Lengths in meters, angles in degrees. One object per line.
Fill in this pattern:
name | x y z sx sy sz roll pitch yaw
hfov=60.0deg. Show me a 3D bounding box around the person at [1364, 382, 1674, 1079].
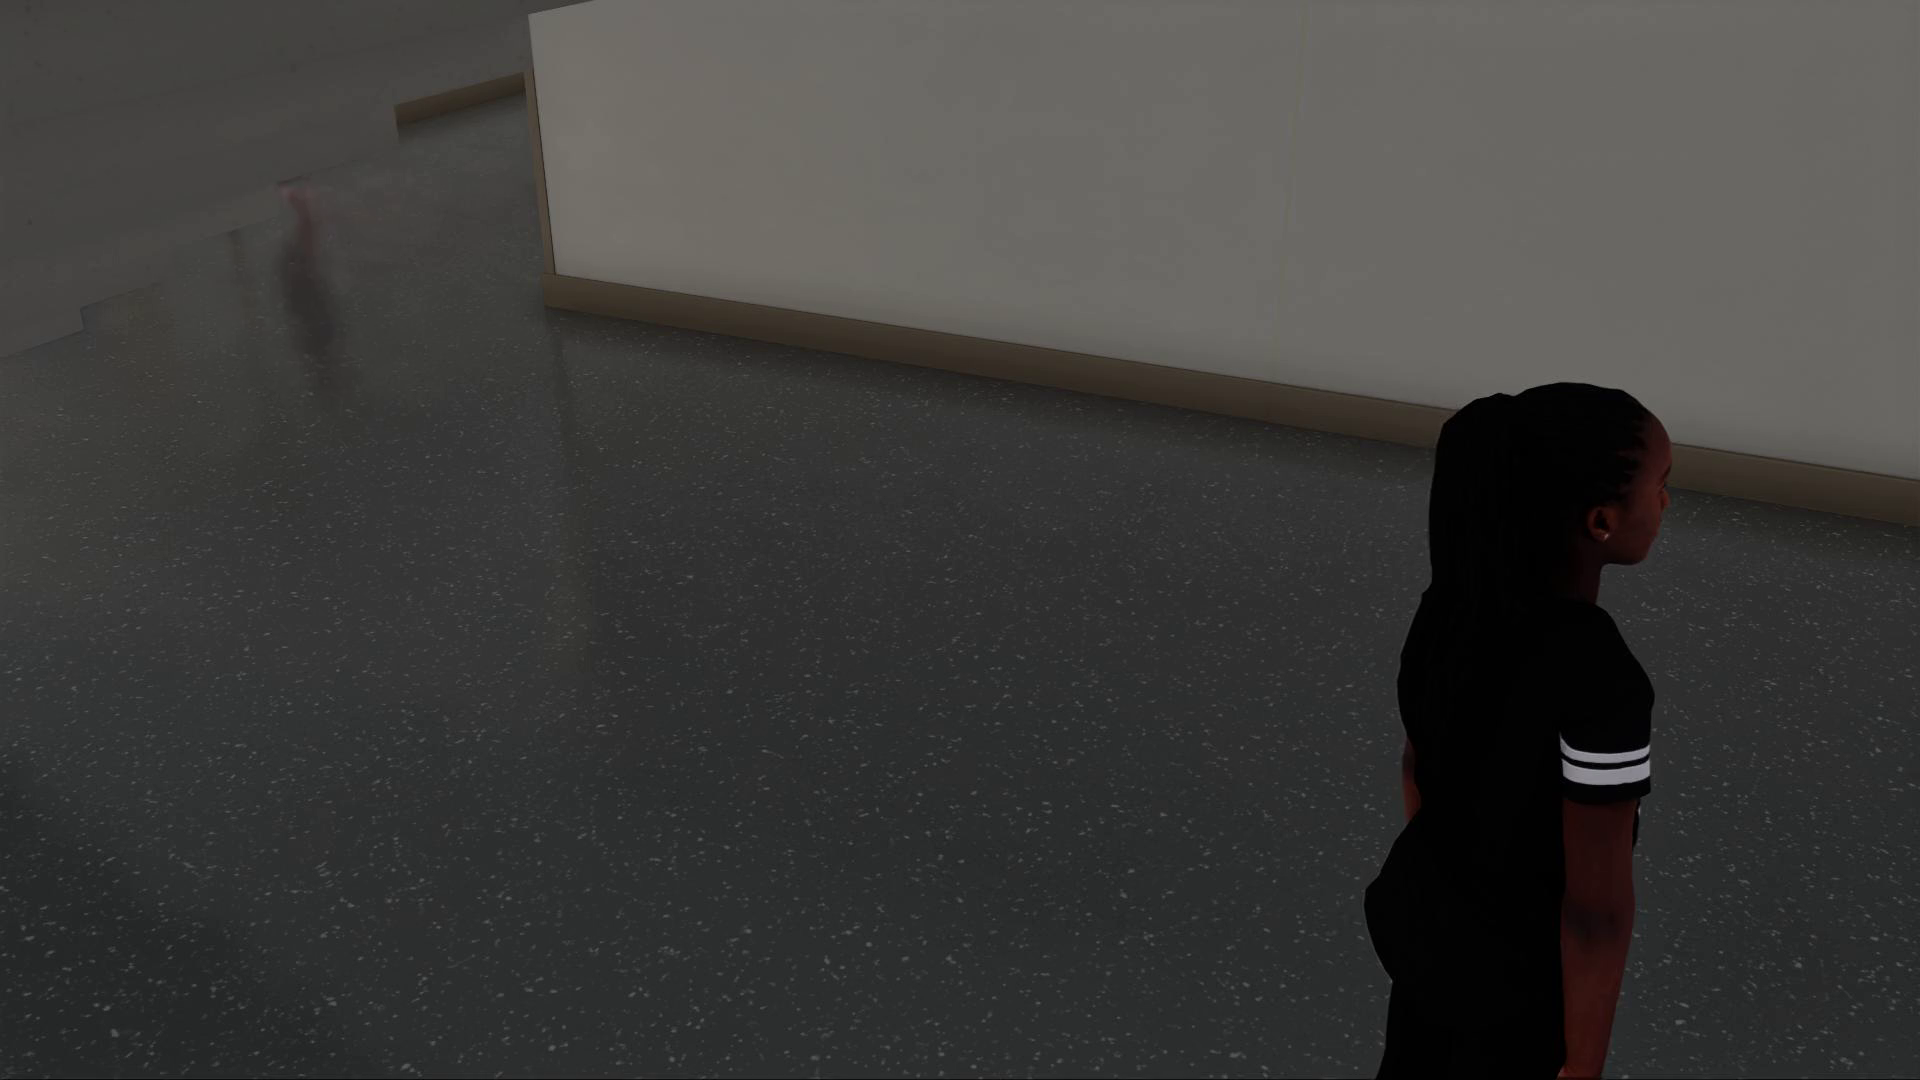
person | 0.751 0.593 2.364 0.735 1.729 0.698 -6 26 -12
